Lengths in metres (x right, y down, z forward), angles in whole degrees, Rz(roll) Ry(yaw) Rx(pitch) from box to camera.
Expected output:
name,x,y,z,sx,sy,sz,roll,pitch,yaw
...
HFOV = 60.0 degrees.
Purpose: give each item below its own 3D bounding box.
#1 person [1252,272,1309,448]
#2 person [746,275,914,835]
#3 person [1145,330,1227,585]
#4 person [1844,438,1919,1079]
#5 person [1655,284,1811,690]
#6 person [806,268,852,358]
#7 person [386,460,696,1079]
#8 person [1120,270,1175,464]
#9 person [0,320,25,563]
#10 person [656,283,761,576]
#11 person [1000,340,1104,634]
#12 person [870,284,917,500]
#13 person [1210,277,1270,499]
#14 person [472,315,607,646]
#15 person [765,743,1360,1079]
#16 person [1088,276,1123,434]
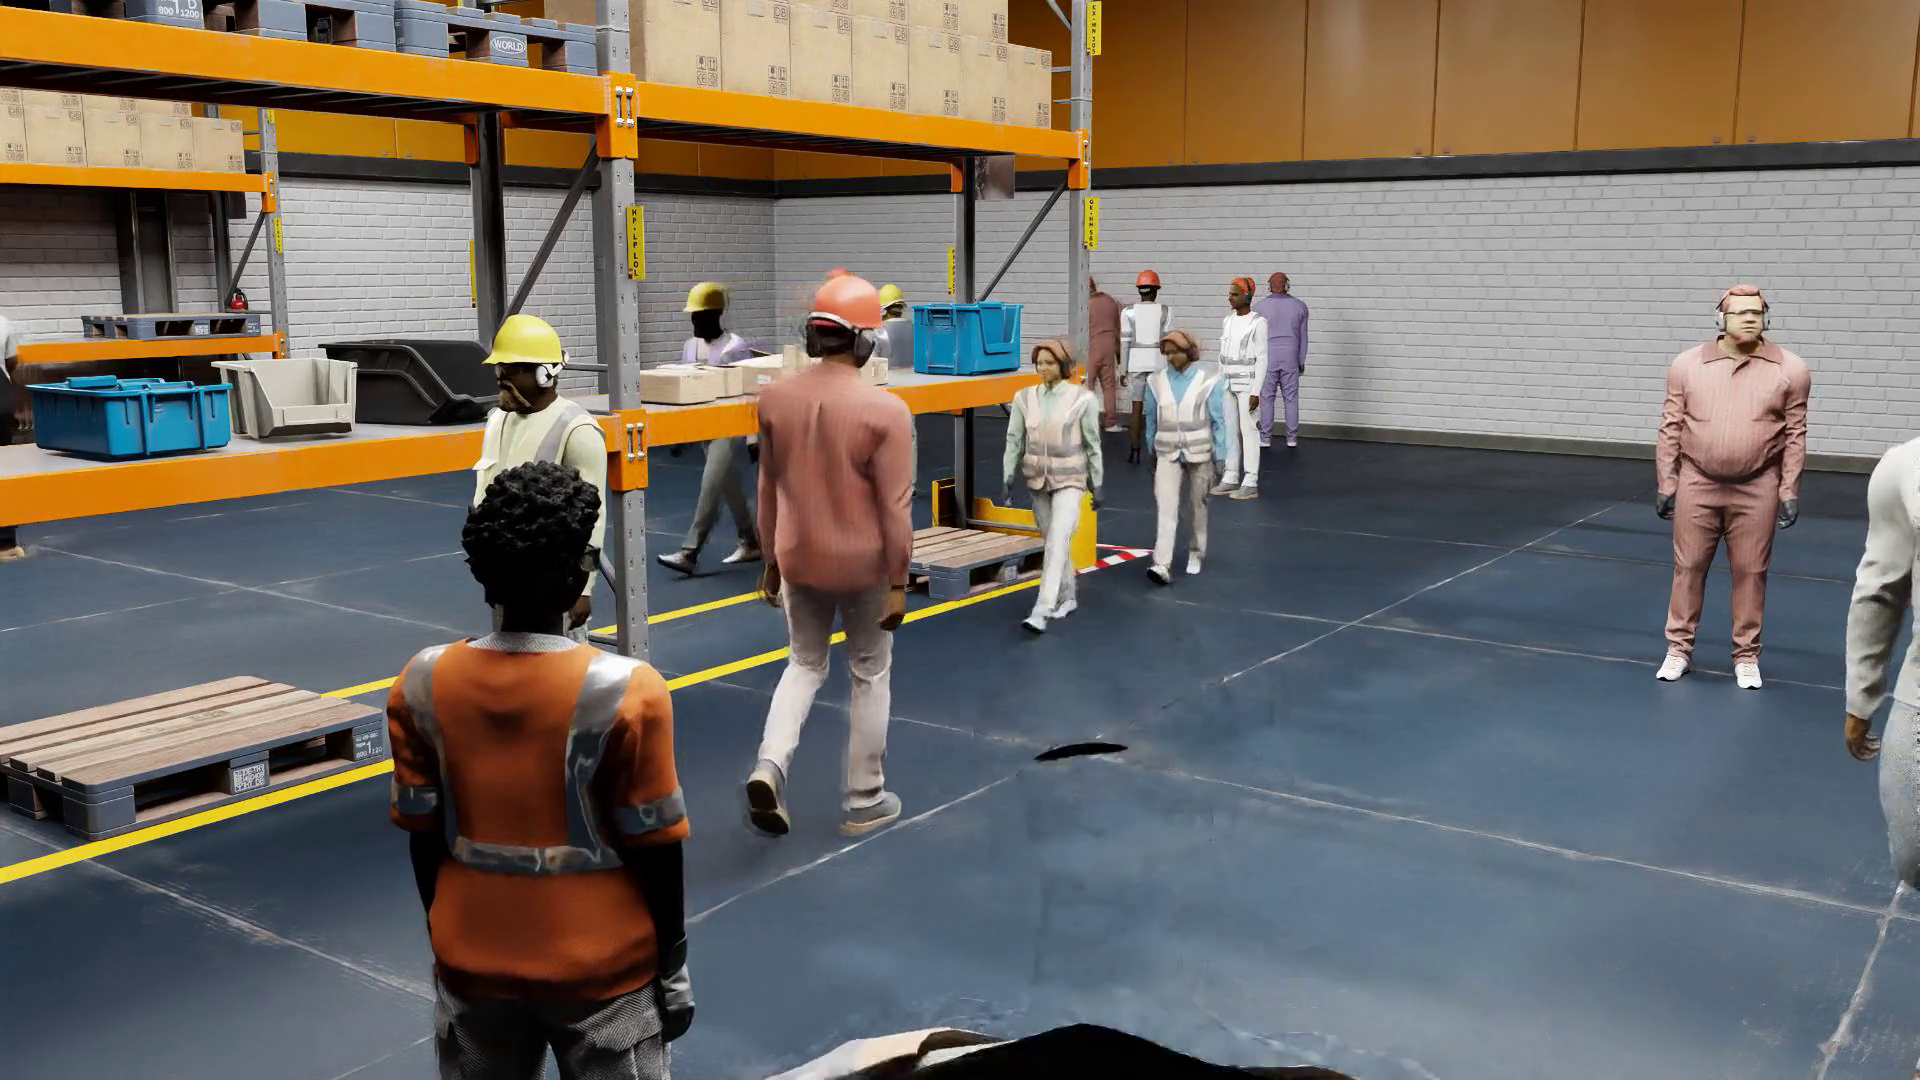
name,x,y,z,sx,sy,sz,roll,pitch,yaw
person,3.432,-1.937,17.992,0.641,1.904,0.401,0,10,-2
person,-0.455,0.087,5.712,0.625,1.975,0.666,4,10,23
person,1.405,-0.517,10.442,0.545,1.577,0.900,4,10,21
person,2.500,0.403,4.022,0.832,1.916,0.640,-8,13,-41
person,3.648,-0.250,7.912,0.651,1.911,0.408,5,11,26
person,-1.204,-1.537,15.423,0.635,1.964,0.728,-8,13,-41
person,-0.689,0.713,2.820,0.532,1.696,0.319,3,10,15
person,1.861,-1.712,16.562,0.543,1.932,0.376,1,10,5
person,-6.570,-0.828,10.973,0.534,2.000,0.777,4,10,22
person,-1.644,-0.720,10.821,0.618,1.871,0.992,9,13,42
person,0.492,-0.296,9.145,0.537,1.590,0.872,5,11,29
person,-0.562,-1.231,14.022,0.596,1.827,0.403,-6,11,-33
person,2.387,-1.292,14.207,0.355,1.882,0.575,-5,11,-28
person,-1.531,0.111,5.998,0.586,1.833,0.404,7,12,36
person,0.084,0.912,1.089,0.602,1.886,0.975,3,10,16
person,1.627,-2.178,19.540,0.772,1.874,0.398,-7,12,-36
